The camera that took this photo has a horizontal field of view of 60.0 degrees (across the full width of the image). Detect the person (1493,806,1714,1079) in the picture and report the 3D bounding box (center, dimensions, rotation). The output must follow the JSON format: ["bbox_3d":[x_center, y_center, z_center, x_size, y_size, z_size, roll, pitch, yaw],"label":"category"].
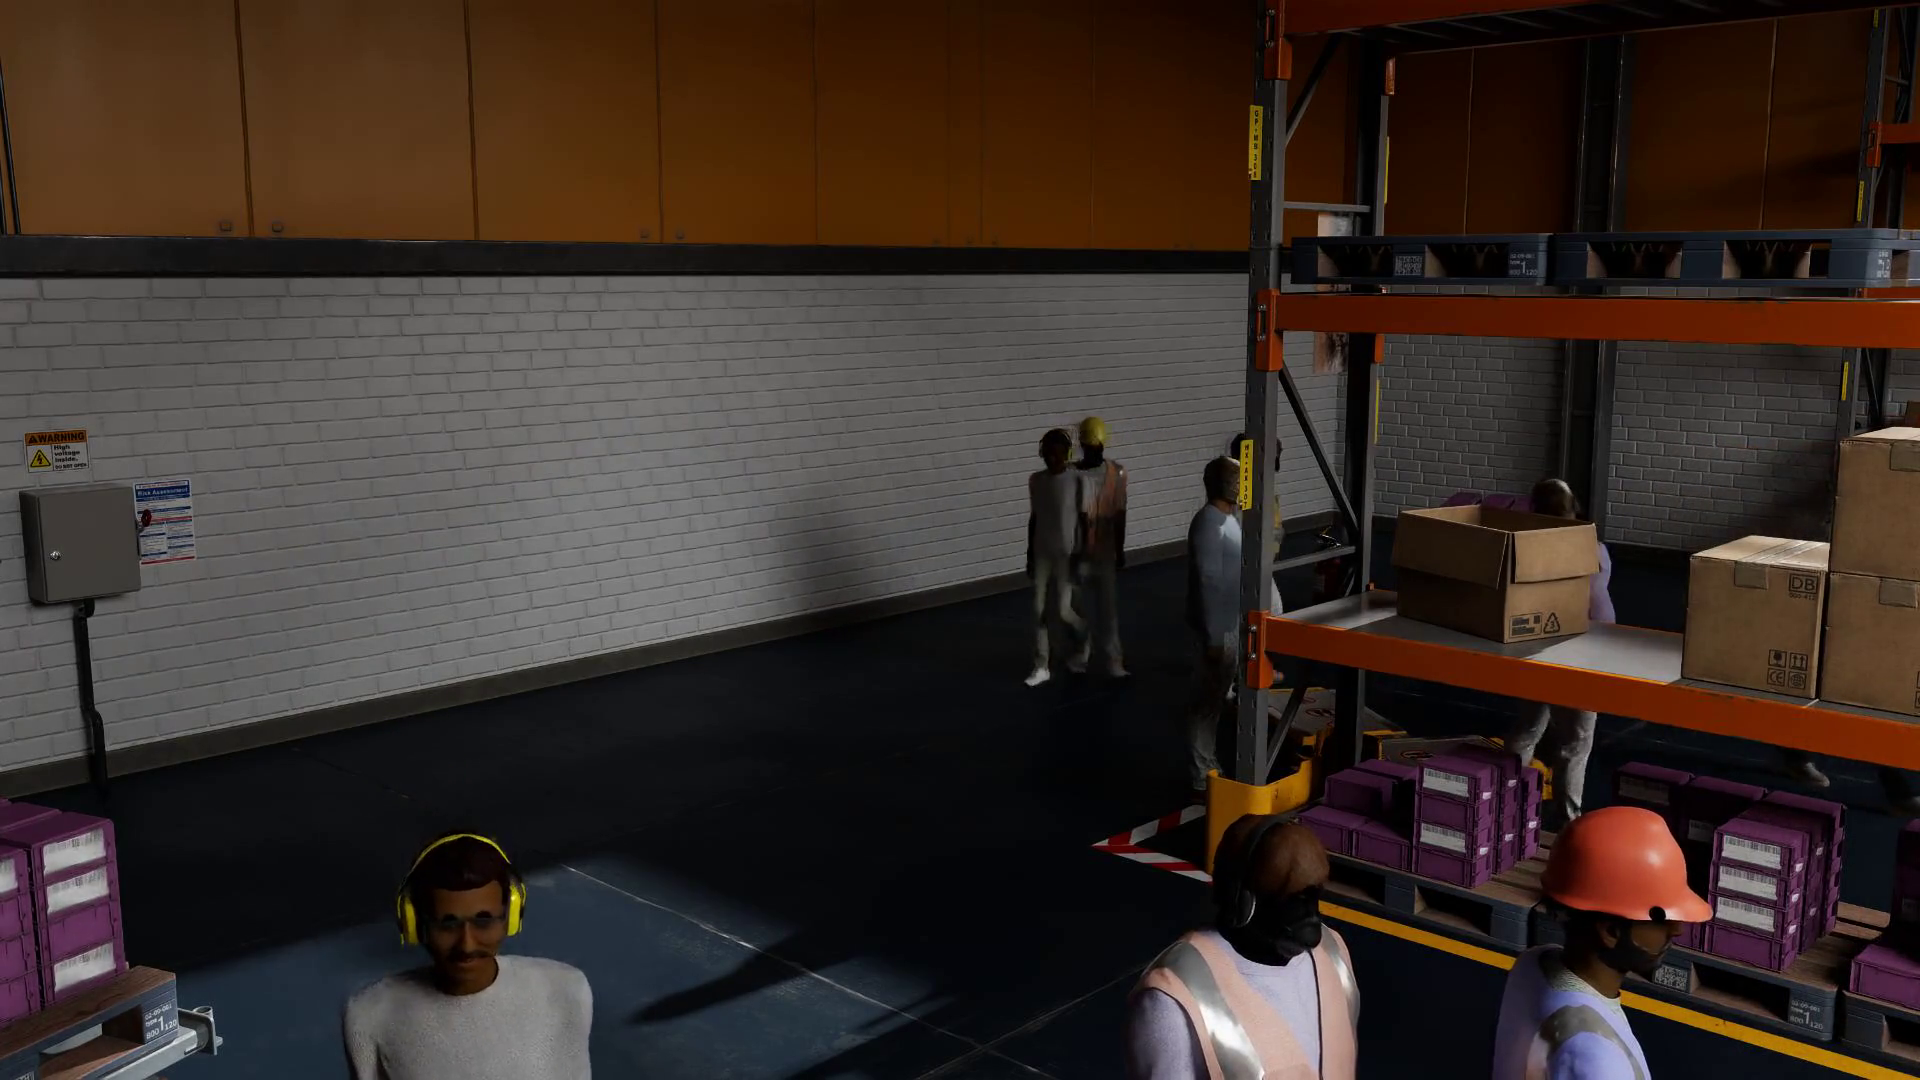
[{"bbox_3d":[1.229,1.458,3.292,0.375,1.935,0.551,1,9,7],"label":"person"}]

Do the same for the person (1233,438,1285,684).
[{"bbox_3d":[2.094,0.144,11.764,0.559,1.807,0.646,3,10,20],"label":"person"}]

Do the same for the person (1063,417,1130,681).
[{"bbox_3d":[0.959,0.078,11.888,0.605,1.890,0.870,-3,10,-15],"label":"person"}]

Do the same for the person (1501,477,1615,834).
[{"bbox_3d":[2.985,0.648,8.396,0.384,1.903,0.699,-4,10,-23],"label":"person"}]

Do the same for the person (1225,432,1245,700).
[{"bbox_3d":[1.896,0.187,11.365,0.368,1.845,0.556,1,9,5],"label":"person"}]

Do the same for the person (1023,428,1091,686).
[{"bbox_3d":[0.718,0.105,11.856,0.539,1.845,0.597,6,11,32],"label":"person"}]

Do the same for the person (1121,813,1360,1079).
[{"bbox_3d":[0.627,1.470,3.519,0.626,1.842,0.429,-8,12,-41],"label":"person"}]

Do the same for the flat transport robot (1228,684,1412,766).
[{"bbox_3d":[2.214,1.142,10.323,0.652,0.197,1.431,-2,9,-10],"label":"flat transport robot"}]

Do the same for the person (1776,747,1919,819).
[{"bbox_3d":[4.997,0.500,9.175,0.609,1.946,1.022,-7,11,-36],"label":"person"}]

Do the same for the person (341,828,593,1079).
[{"bbox_3d":[-0.979,1.475,3.466,0.523,1.857,0.457,-3,10,-19],"label":"person"}]

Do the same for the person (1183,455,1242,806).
[{"bbox_3d":[1.427,0.496,9.182,0.373,1.940,0.629,2,10,13],"label":"person"}]

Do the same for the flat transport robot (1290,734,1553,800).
[{"bbox_3d":[2.659,1.298,9.367,1.431,0.197,0.652,-2,9,-11],"label":"flat transport robot"}]
